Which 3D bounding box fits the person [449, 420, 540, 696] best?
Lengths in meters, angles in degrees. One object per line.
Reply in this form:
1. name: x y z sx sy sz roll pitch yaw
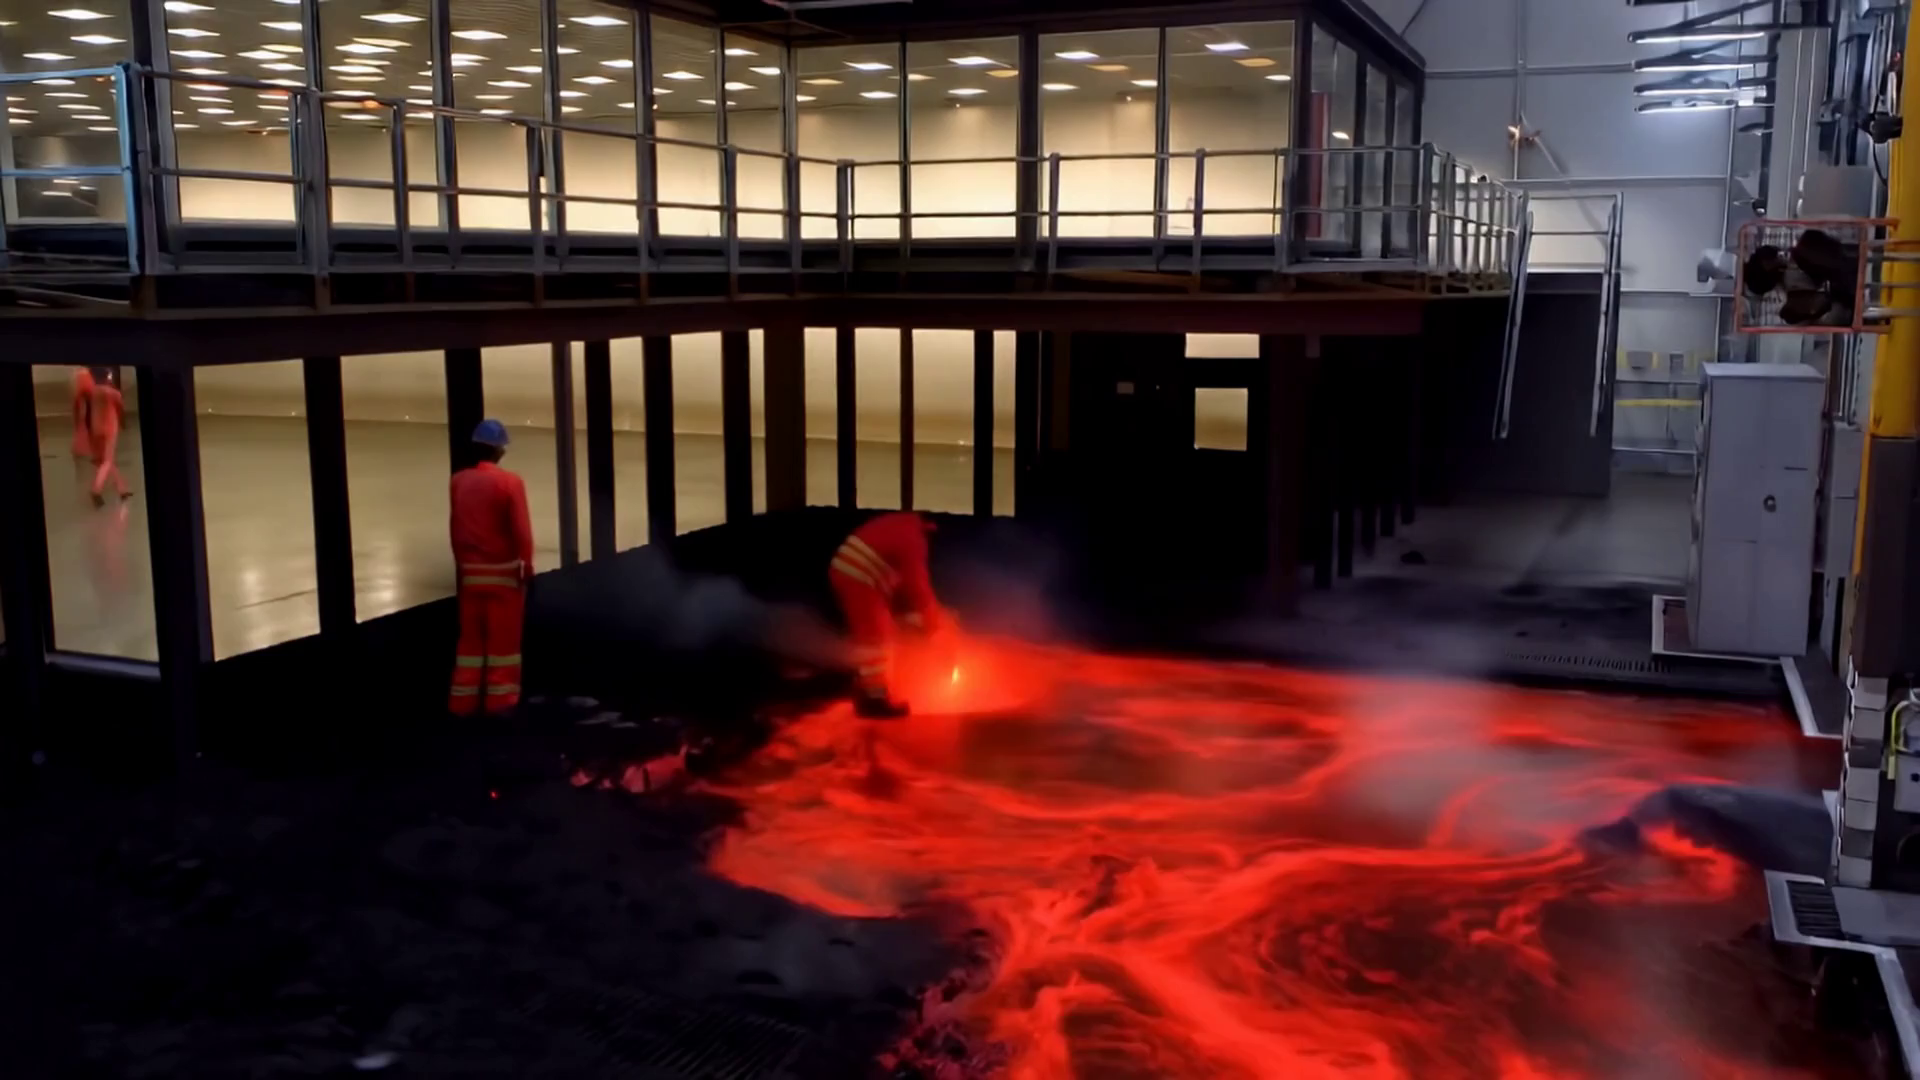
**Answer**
1. person: -3.354 0.130 11.985 0.608 1.996 0.381 2 9 13
